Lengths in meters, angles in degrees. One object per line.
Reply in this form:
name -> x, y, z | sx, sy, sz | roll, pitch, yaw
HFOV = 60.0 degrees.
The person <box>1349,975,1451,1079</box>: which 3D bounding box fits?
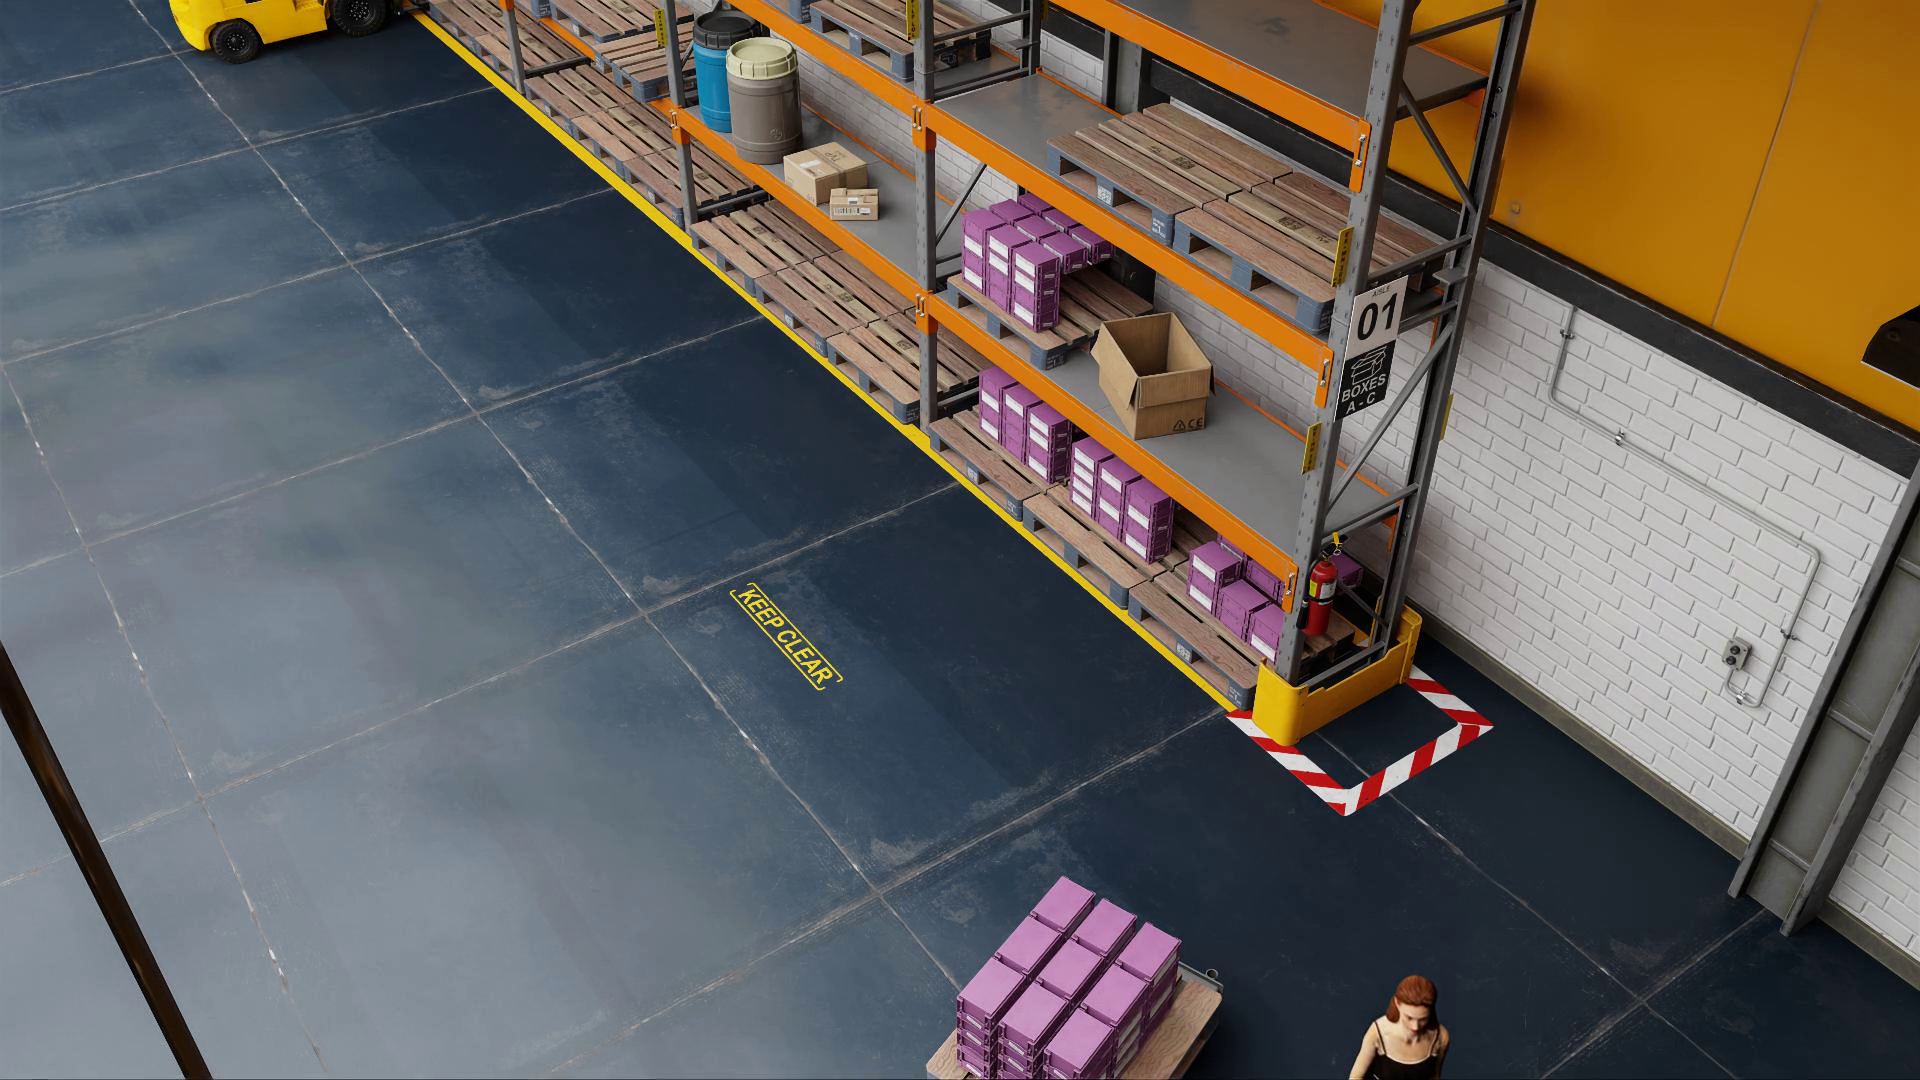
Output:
person -> 1.988, 2.560, 7.667 | 0.681, 1.624, 0.720 | 0, 39, 0
